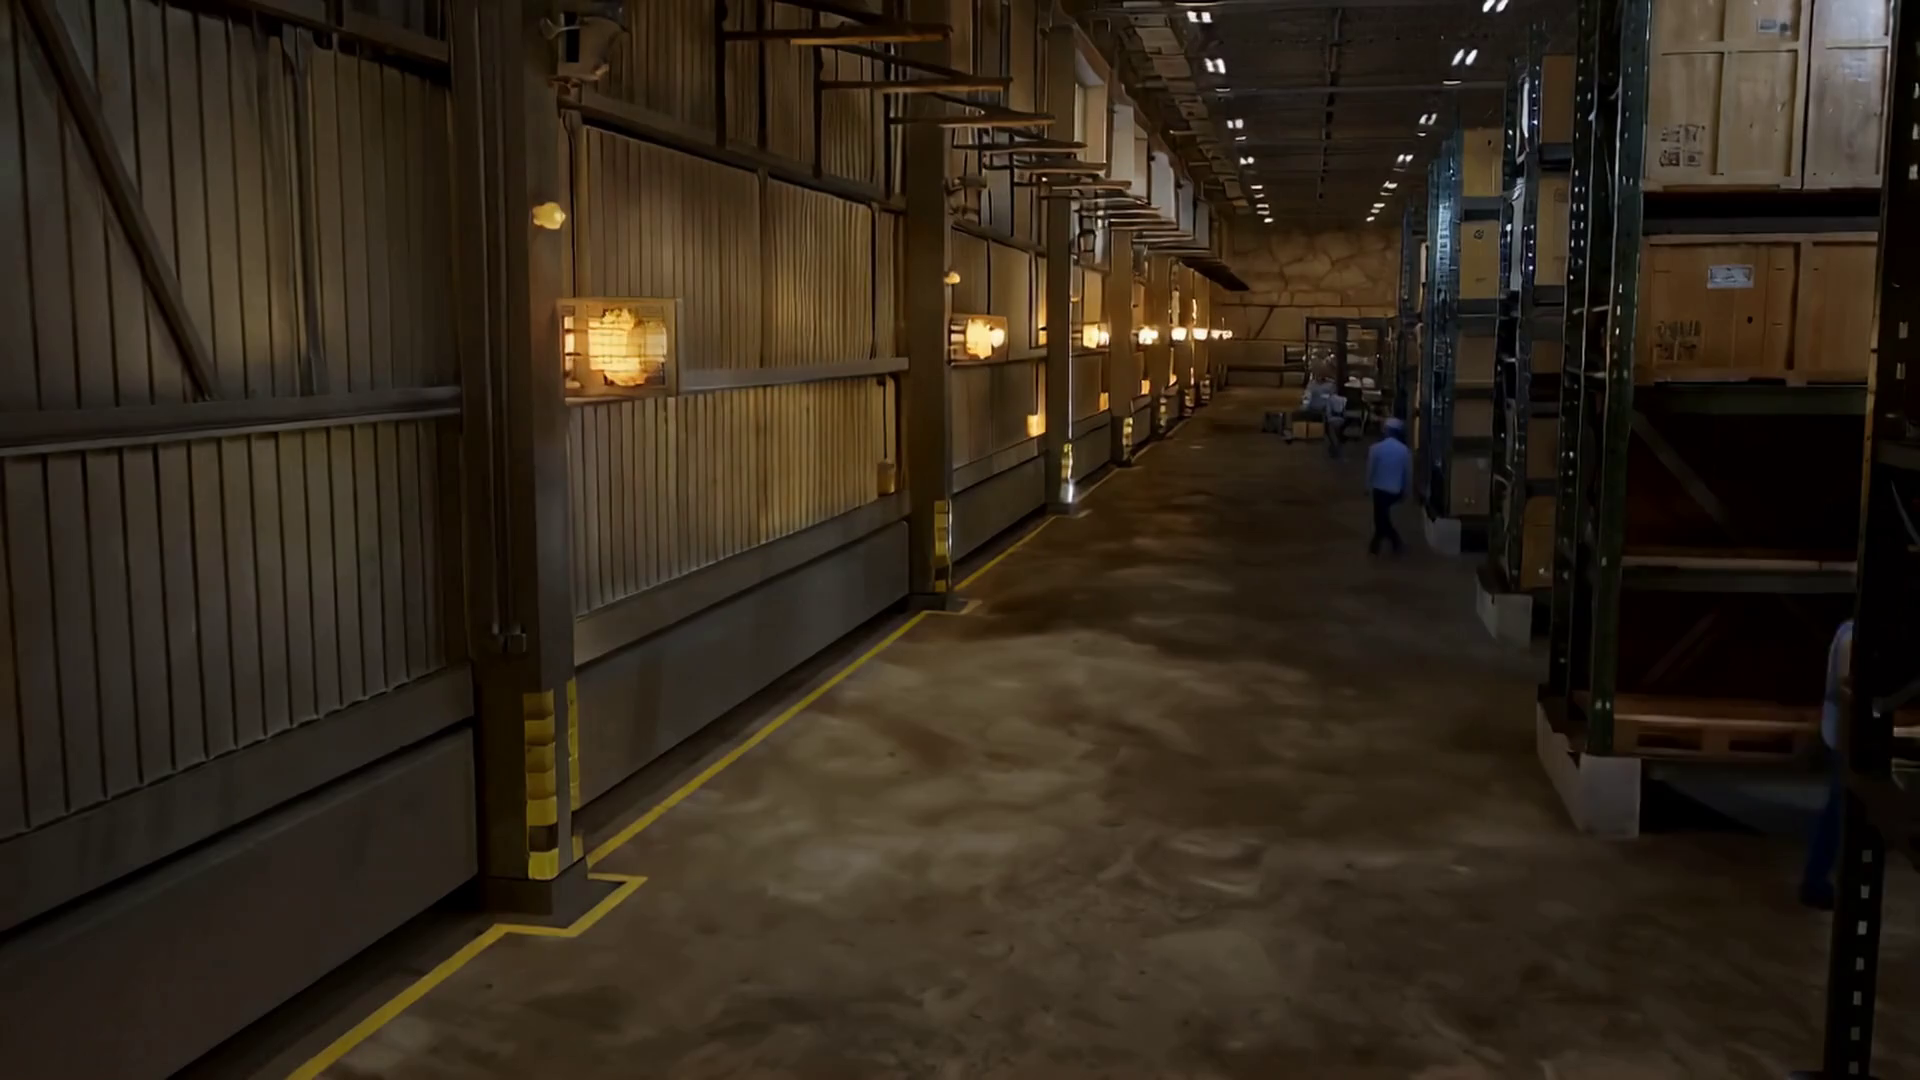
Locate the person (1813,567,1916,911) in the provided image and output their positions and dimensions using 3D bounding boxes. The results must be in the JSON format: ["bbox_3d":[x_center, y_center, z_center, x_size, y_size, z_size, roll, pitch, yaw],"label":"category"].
[{"bbox_3d":[4.776,1.049,8.759,0.479,1.923,0.556,4,8,31],"label":"person"}]

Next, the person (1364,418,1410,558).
[{"bbox_3d":[5.876,-0.701,22.751,0.648,1.944,0.855,-3,8,-19],"label":"person"}]

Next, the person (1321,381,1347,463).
[{"bbox_3d":[8.833,-2.776,39.323,0.612,1.943,0.404,-1,7,-10],"label":"person"}]
